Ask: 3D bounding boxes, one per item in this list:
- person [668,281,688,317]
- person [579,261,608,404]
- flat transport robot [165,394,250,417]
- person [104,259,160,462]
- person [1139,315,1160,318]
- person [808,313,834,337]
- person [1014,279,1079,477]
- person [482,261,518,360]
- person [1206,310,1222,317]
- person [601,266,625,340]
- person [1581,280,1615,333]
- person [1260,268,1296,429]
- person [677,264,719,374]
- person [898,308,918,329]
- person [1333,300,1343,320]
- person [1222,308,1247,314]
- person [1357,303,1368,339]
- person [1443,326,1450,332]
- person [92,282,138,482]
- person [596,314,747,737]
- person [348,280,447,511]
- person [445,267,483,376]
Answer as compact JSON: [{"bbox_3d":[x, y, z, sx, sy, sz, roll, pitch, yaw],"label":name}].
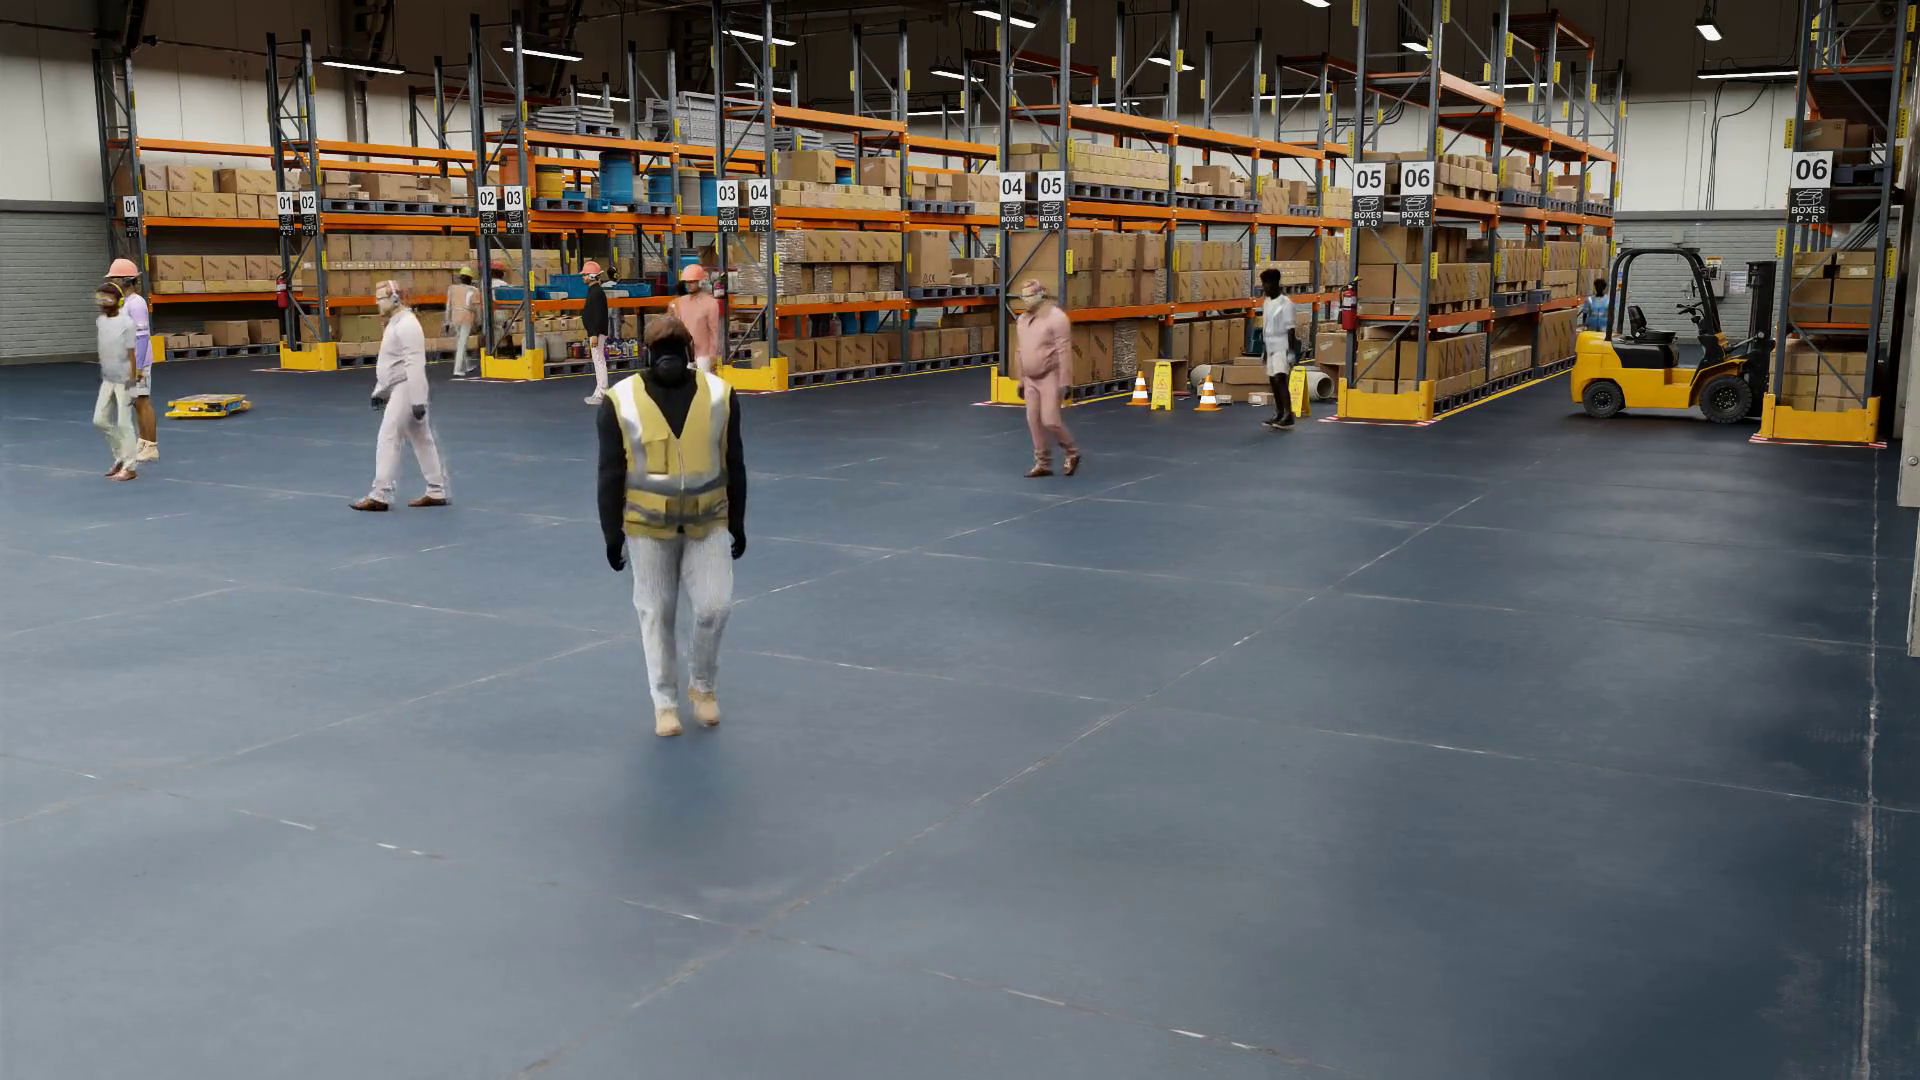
[{"bbox_3d":[-4.508,-3.394,27.150,0.539,1.677,0.401,2,10,9],"label":"person"},{"bbox_3d":[-5.131,-2.906,23.385,0.379,1.996,0.611,-2,10,-14],"label":"person"},{"bbox_3d":[-9.822,-1.764,21.744,0.652,0.197,1.431,-1,10,-8],"label":"flat transport robot"},{"bbox_3d":[-8.355,-1.803,16.783,0.381,2.045,0.605,-7,12,-36],"label":"person"},{"bbox_3d":[3.907,-4.784,34.550,0.546,1.938,0.360,4,11,24],"label":"person"},{"bbox_3d":[-2.802,-4.628,33.481,0.613,1.991,0.392,5,11,29],"label":"person"},{"bbox_3d":[0.804,-1.500,15.550,0.553,1.872,0.681,-8,12,-38],"label":"person"},{"bbox_3d":[-8.398,-4.085,30.315,0.611,1.987,1.052,4,10,20],"label":"person"},{"bbox_3d":[5.372,-4.945,35.567,0.628,1.920,0.501,4,10,20],"label":"person"},{"bbox_3d":[-6.783,-4.405,32.529,0.519,1.873,0.335,5,11,26],"label":"person"},{"bbox_3d":[11.398,-3.820,29.737,0.548,1.640,0.884,5,11,25],"label":"person"},{"bbox_3d":[3.803,-2.309,20.078,0.478,1.937,0.628,-3,10,-16],"label":"person"},{"bbox_3d":[-2.995,-2.117,18.803,0.650,1.977,0.476,6,11,31],"label":"person"},{"bbox_3d":[-1.102,-4.987,36.138,0.749,1.802,0.410,-8,13,-41],"label":"person"},{"bbox_3d":[9.157,-5.545,39.456,0.959,1.787,0.621,-5,11,-29],"label":"person"},{"bbox_3d":[6.335,-5.532,38.627,0.803,2.000,0.994,6,12,33],"label":"person"},{"bbox_3d":[8.739,-5.042,36.303,0.511,1.860,0.332,2,10,11],"label":"person"},{"bbox_3d":[10.810,-5.234,37.455,0.657,1.855,0.524,-9,13,-43],"label":"person"},{"bbox_3d":[-7.740,-1.444,15.299,0.561,1.839,0.435,4,10,22],"label":"person"},{"bbox_3d":[-1.233,-0.052,7.171,0.652,1.826,0.445,-3,10,-17],"label":"person"},{"bbox_3d":[-4.661,-1.169,13.588,0.887,1.866,0.637,-3,10,-18],"label":"person"},{"bbox_3d":[-8.598,-3.806,28.998,0.591,1.870,0.981,3,10,16],"label":"person"}]
